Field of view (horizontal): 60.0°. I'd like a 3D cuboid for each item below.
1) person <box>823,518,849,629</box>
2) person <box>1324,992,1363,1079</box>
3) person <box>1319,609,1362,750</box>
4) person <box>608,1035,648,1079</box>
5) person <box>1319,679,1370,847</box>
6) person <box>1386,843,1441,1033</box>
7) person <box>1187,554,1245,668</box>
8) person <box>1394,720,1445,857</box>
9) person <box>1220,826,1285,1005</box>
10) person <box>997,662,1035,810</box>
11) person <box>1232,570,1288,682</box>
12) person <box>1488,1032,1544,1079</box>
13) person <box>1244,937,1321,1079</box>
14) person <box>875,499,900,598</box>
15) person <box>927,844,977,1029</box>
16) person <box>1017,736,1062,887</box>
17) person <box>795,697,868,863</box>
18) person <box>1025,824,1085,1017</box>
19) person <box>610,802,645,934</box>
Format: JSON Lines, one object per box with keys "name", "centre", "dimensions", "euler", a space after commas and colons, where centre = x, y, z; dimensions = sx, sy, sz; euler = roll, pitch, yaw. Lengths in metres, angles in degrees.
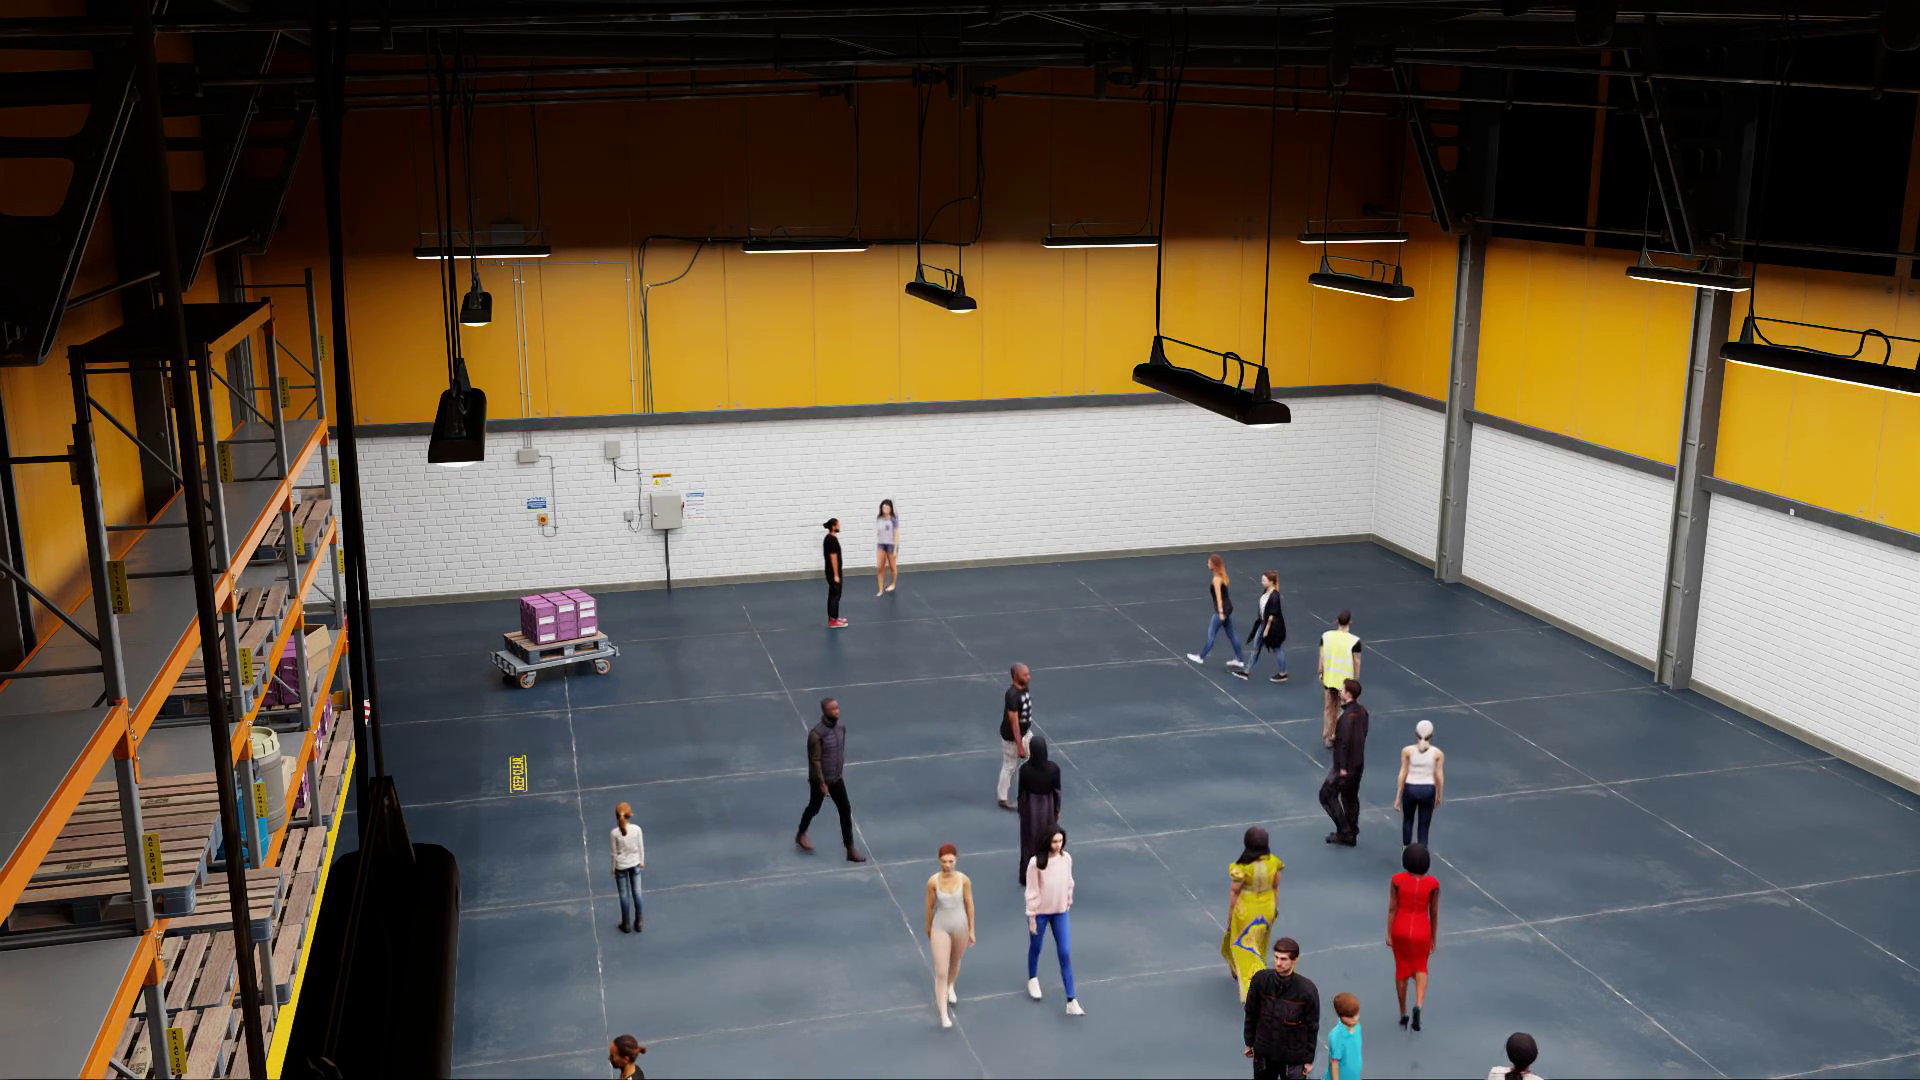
{"name": "person", "centre": [-2.029, 0.508, 26.450], "dimensions": [0.701, 1.757, 0.533], "euler": [-2, 14, -10]}
{"name": "person", "centre": [2.835, 4.042, 12.542], "dimensions": [0.673, 1.434, 0.769], "euler": [-11, 17, -38]}
{"name": "person", "centre": [4.771, 1.790, 20.996], "dimensions": [0.870, 1.832, 0.926], "euler": [7, 15, 26]}
{"name": "person", "centre": [-2.241, 4.176, 11.492], "dimensions": [0.645, 1.668, 0.465], "euler": [-3, 14, -12]}
{"name": "person", "centre": [4.282, 2.459, 18.095], "dimensions": [0.841, 1.897, 0.813], "euler": [11, 18, 39]}
{"name": "person", "centre": [3.880, 3.463, 14.302], "dimensions": [0.737, 1.730, 0.857], "euler": [2, 14, 10]}
{"name": "person", "centre": [3.892, 1.084, 24.276], "dimensions": [1.058, 1.660, 1.031], "euler": [7, 15, 26]}
{"name": "person", "centre": [4.806, 2.745, 17.388], "dimensions": [0.922, 1.675, 1.067], "euler": [4, 14, 15]}
{"name": "person", "centre": [2.649, 3.386, 14.846], "dimensions": [0.832, 1.626, 1.309], "euler": [-5, 15, -21]}
{"name": "person", "centre": [0.569, 2.266, 19.142], "dimensions": [1.027, 1.779, 0.987], "euler": [6, 15, 25]}
{"name": "person", "centre": [4.496, 1.253, 23.600], "dimensions": [0.709, 1.650, 0.973], "euler": [-3, 14, -10]}
{"name": "person", "centre": [3.738, 4.206, 11.311], "dimensions": [1.101, 1.694, 1.192], "euler": [7, 15, 26]}
{"name": "person", "centre": [2.424, 3.840, 12.519], "dimensions": [0.782, 1.838, 0.839], "euler": [7, 15, 28]}
{"name": "person", "centre": [-1.222, 0.119, 28.241], "dimensions": [0.951, 1.670, 1.113], "euler": [7, 15, 26]}
{"name": "person", "centre": [-0.093, 3.427, 14.730], "dimensions": [0.590, 1.600, 1.035], "euler": [-3, 14, -11]}
{"name": "person", "centre": [0.809, 2.801, 17.276], "dimensions": [0.689, 1.618, 0.729], "euler": [1, 14, 4]}
{"name": "person", "centre": [-1.500, 2.567, 17.877], "dimensions": [1.325, 1.790, 1.126], "euler": [12, 18, 40]}
{"name": "person", "centre": [0.738, 3.332, 14.857], "dimensions": [0.697, 1.723, 1.100], "euler": [-4, 14, -17]}
{"name": "person", "centre": [-3.253, 3.199, 16.276], "dimensions": [0.497, 1.314, 0.498], "euler": [-6, 15, -22]}
